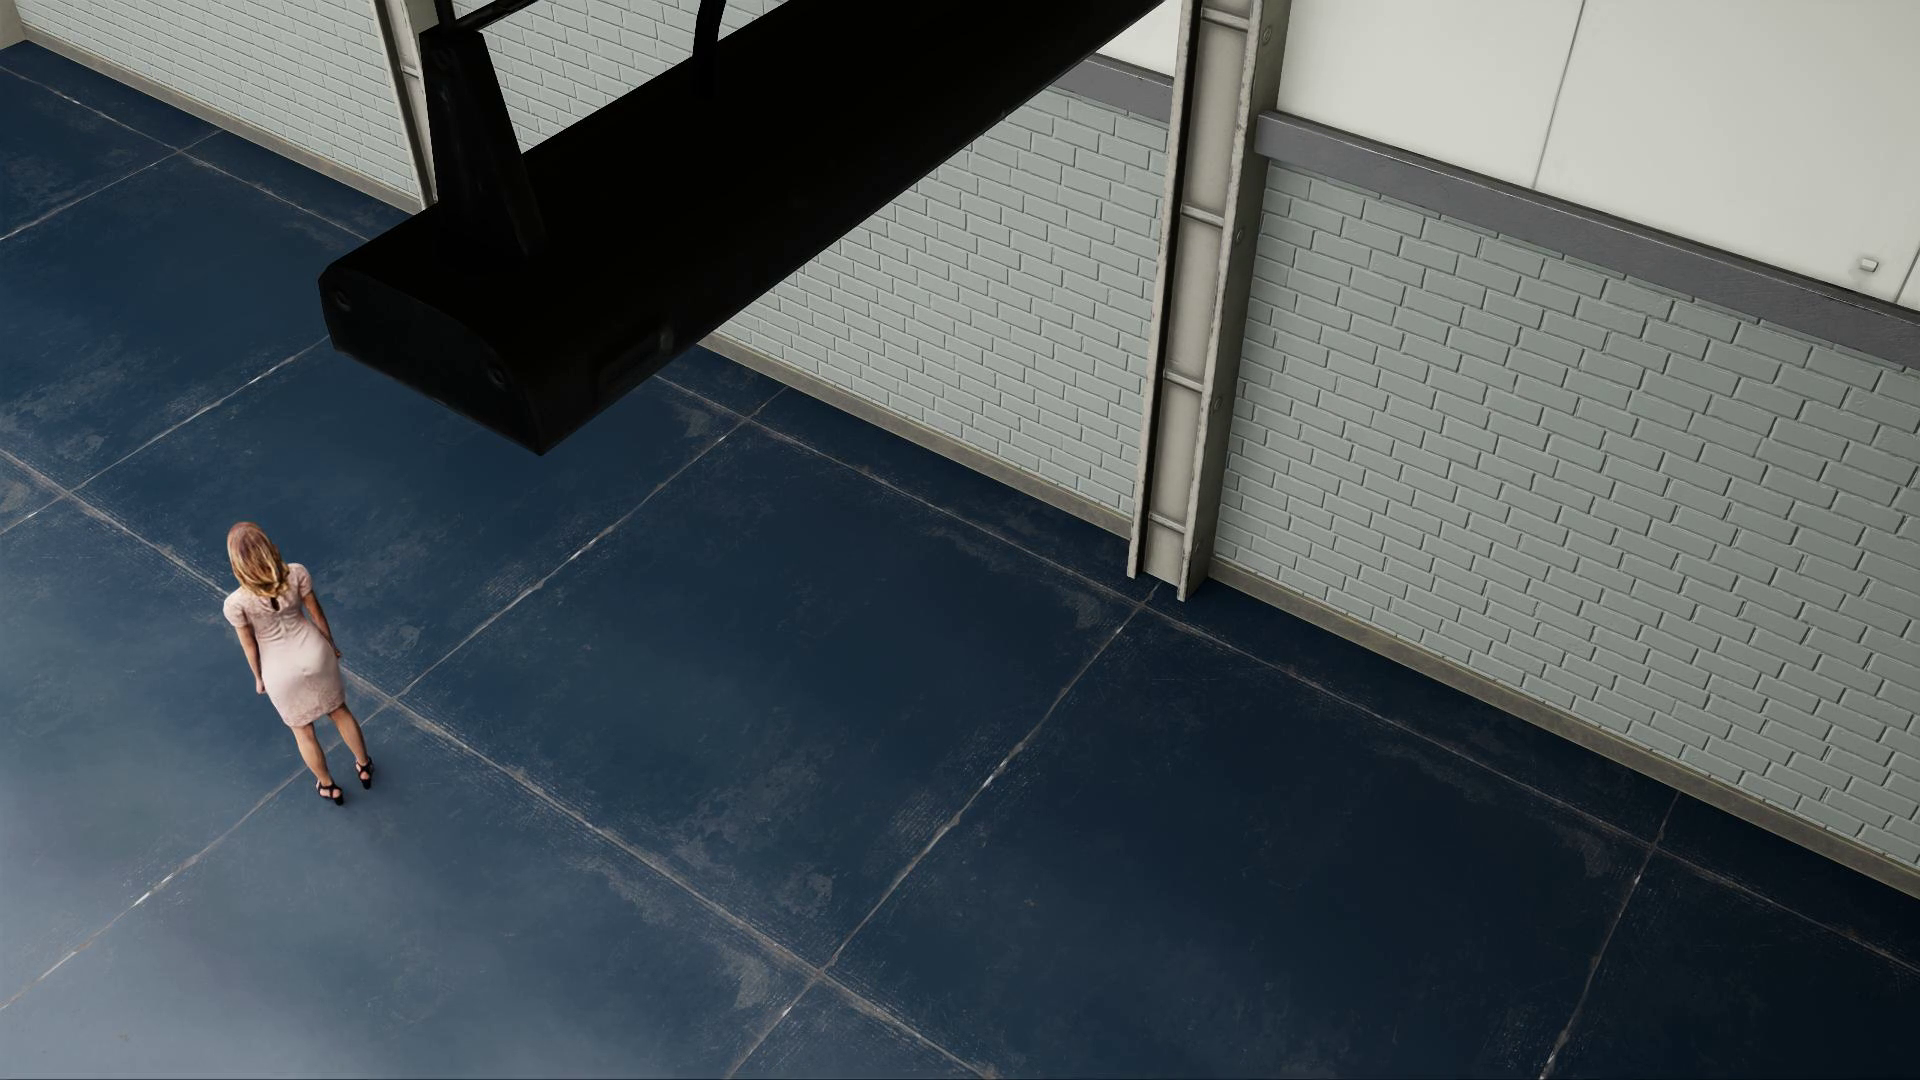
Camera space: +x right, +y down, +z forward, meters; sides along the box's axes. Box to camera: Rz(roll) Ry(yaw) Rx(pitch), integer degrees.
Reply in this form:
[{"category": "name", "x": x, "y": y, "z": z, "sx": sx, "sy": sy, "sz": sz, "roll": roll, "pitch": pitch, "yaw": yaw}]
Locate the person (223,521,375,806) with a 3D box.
[{"category": "person", "x": -3.215, "y": 0.621, "z": 8.072, "sx": 0.627, "sy": 1.829, "sz": 0.586, "roll": -30, "pitch": 51, "yaw": -28}]
